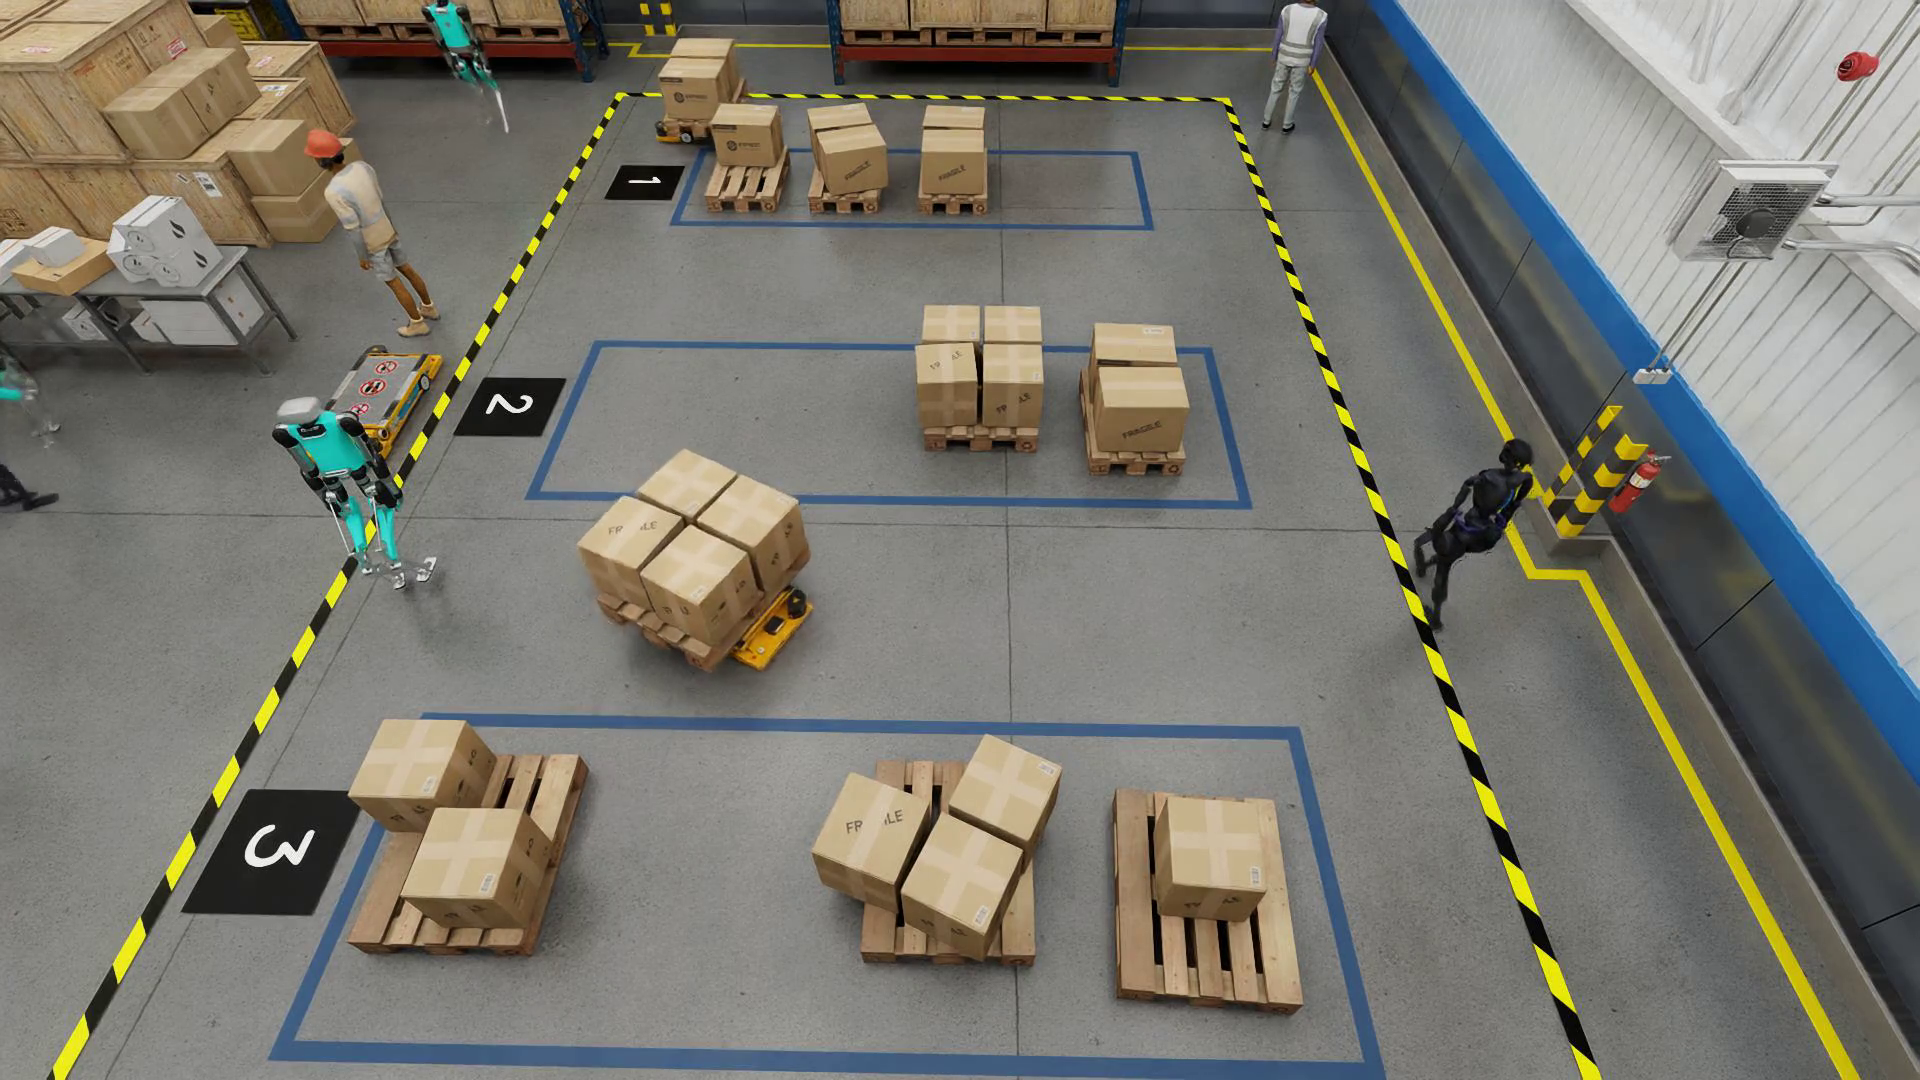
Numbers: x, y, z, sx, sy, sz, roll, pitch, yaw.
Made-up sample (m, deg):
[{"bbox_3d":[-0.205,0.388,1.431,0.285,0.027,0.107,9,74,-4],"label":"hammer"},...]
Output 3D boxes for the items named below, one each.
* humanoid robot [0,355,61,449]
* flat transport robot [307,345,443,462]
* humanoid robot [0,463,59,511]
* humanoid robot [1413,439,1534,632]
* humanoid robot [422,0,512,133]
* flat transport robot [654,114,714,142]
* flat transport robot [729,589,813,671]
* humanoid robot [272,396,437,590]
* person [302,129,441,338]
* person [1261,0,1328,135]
[{"bbox_3d":[-8.284,-1.457,7.656,0.798,1.798,0.530,-27,55,-21],"label":"humanoid robot"},{"bbox_3d":[-5.383,-1.269,8.441,0.659,0.231,1.431,1,50,1],"label":"flat transport robot"},{"bbox_3d":[-7.917,-0.875,7.188,0.420,1.659,0.611,-28,55,-22],"label":"humanoid robot"},{"bbox_3d":[3.587,-0.101,6.551,0.615,1.631,0.744,-7,50,-6],"label":"humanoid robot"},{"bbox_3d":[-6.116,-6.070,11.577,0.530,1.807,0.799,-1,50,-1],"label":"humanoid robot"},{"bbox_3d":[-3.200,-5.443,11.954,1.431,0.197,0.652,1,50,1],"label":"flat transport robot"},{"bbox_3d":[-1.899,0.412,7.001,1.431,0.197,0.652,24,54,19],"label":"flat transport robot"},{"bbox_3d":[-4.277,-0.197,6.487,0.533,1.671,0.735,-11,51,-9],"label":"humanoid robot"},{"bbox_3d":[-5.503,-2.839,8.606,0.366,2.048,0.606,4,50,3],"label":"person"},{"bbox_3d":[4.181,-6.020,11.433,0.598,1.836,0.404,23,54,18],"label":"person"}]
